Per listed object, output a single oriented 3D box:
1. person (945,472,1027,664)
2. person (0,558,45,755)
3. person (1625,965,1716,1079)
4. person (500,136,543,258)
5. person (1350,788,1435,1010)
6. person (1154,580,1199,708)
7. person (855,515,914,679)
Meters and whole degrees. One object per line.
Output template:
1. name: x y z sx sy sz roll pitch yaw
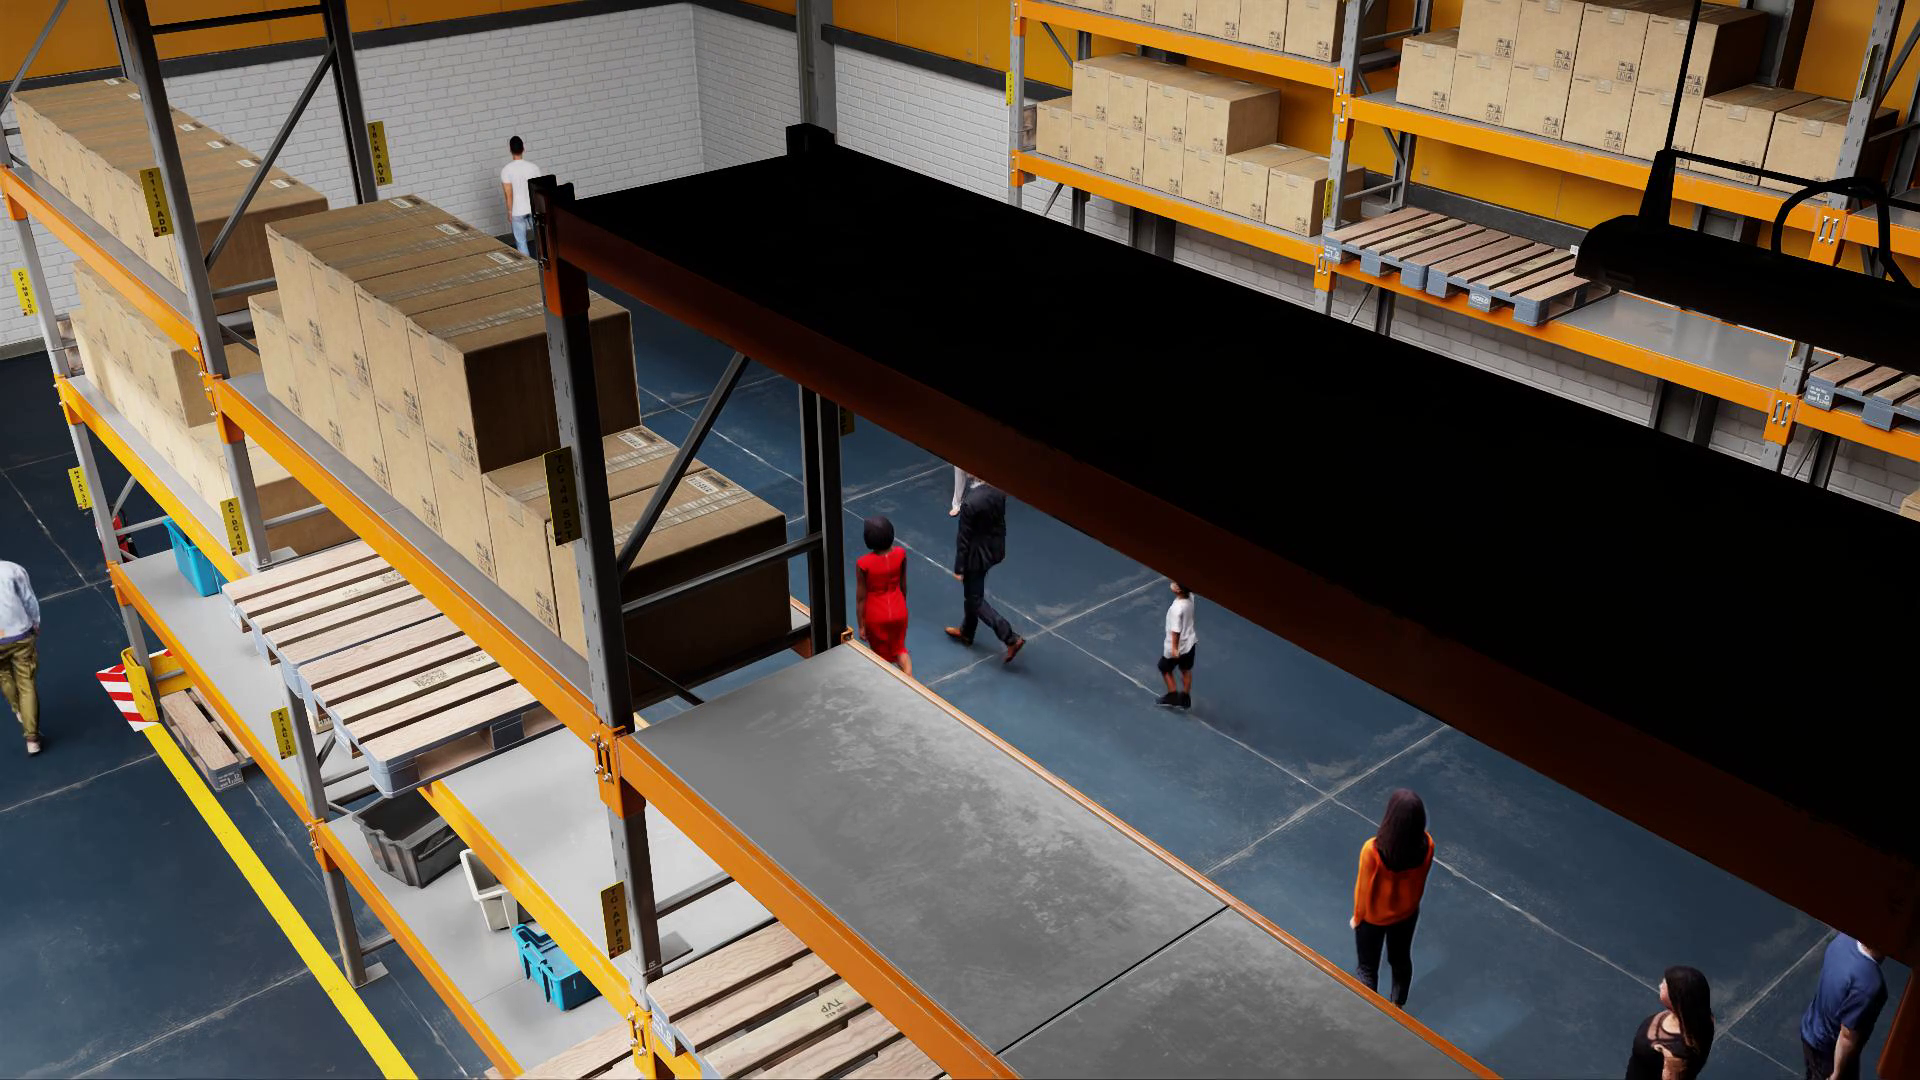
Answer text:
1. person: 0.214 0.165 13.276 1.153 1.776 0.857 21 35 33
2. person: -6.978 0.765 12.166 0.882 1.785 1.070 -10 30 -18
3. person: 3.628 2.887 8.391 1.114 1.675 0.807 21 35 33
4. person: -5.544 -4.221 21.222 0.713 1.866 0.632 -15 32 -26
5. person: 2.481 2.164 9.640 0.694 1.749 0.674 -9 30 -16
6. person: 1.745 0.763 12.730 0.541 1.247 0.541 19 34 31
7. person: -0.526 0.633 12.467 0.703 1.730 0.875 -11 30 -19
